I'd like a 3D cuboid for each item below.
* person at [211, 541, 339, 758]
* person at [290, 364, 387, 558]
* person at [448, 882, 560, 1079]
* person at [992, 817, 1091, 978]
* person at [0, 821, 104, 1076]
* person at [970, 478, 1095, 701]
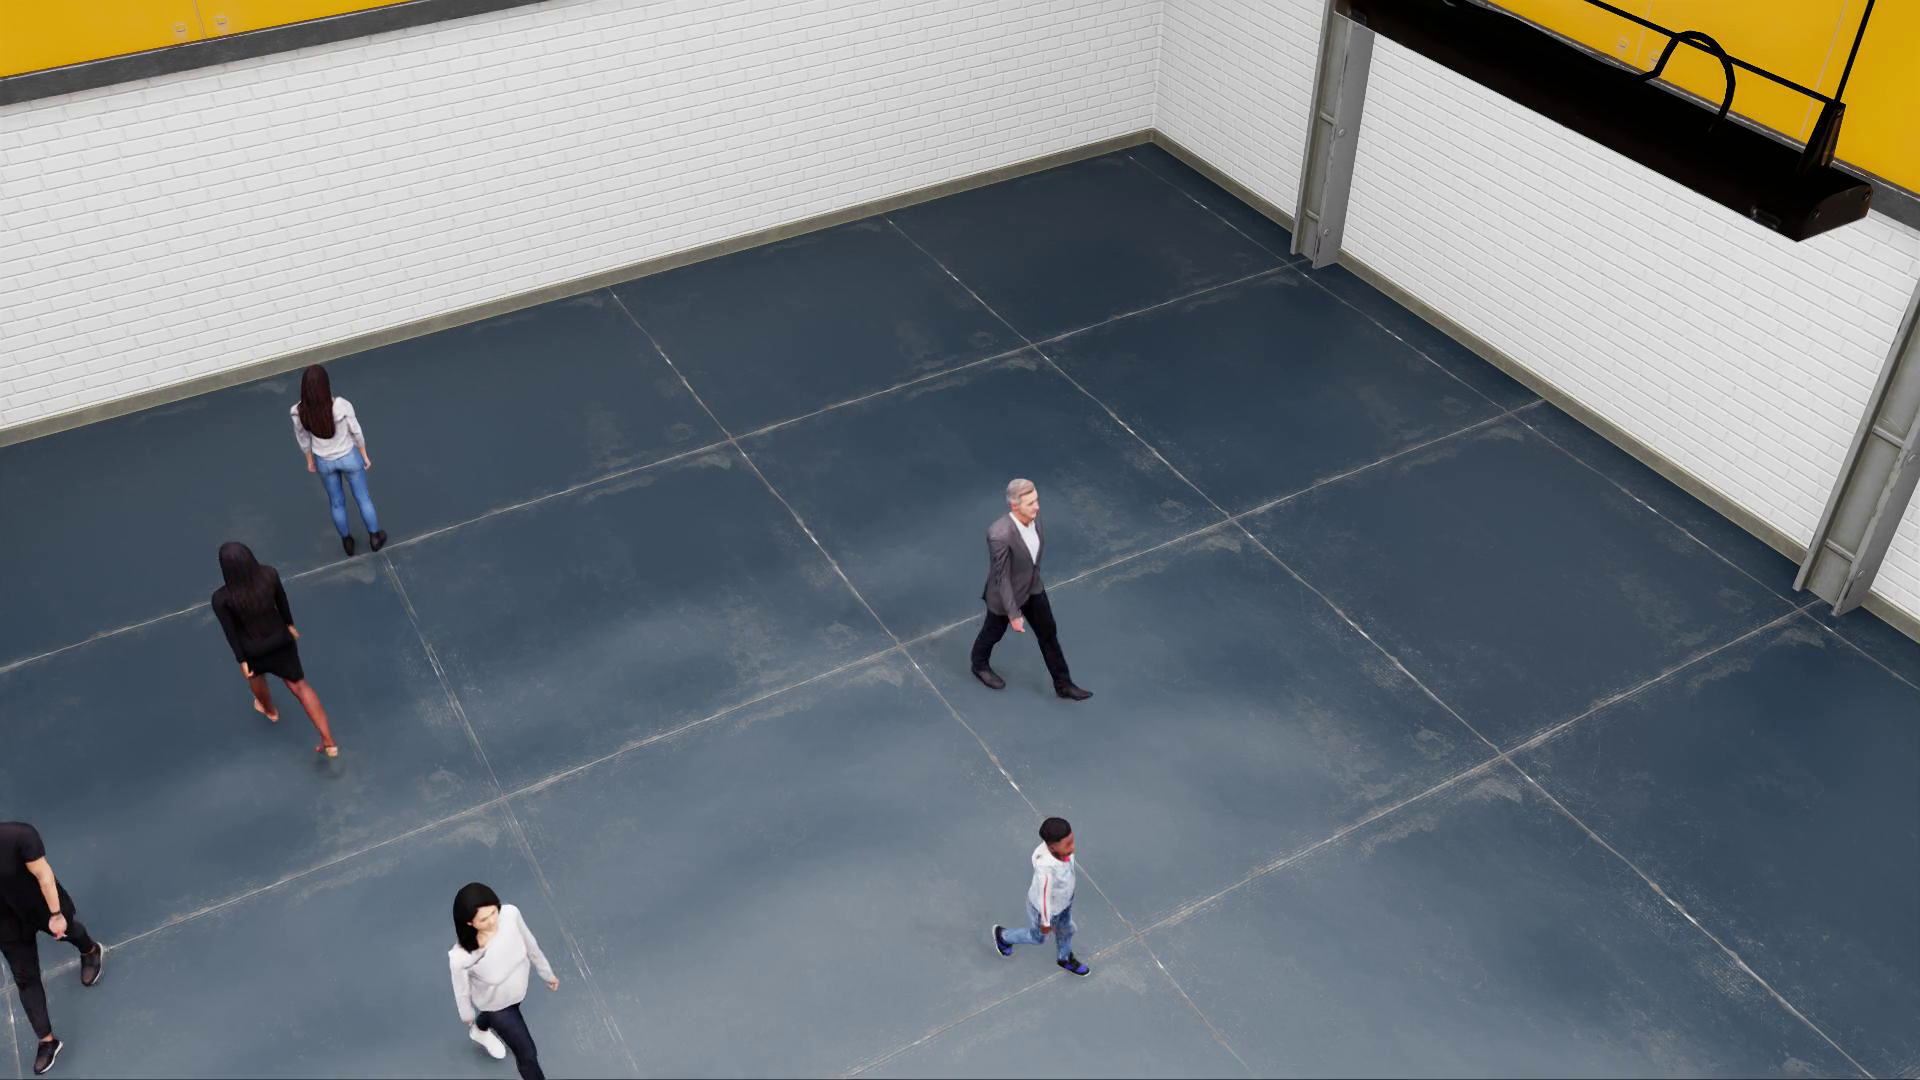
[{"bbox_3d":[-4.439,0.730,10.780,1.274,1.676,0.878,30,47,32],"label":"person"},{"bbox_3d":[-4.666,-0.592,12.472,0.661,1.631,0.610,-8,39,-10],"label":"person"},{"bbox_3d":[-2.480,2.336,8.780,1.174,1.662,0.985,18,42,21],"label":"person"},{"bbox_3d":[0.467,2.024,9.503,0.883,1.248,0.734,18,42,22],"label":"person"},{"bbox_3d":[-5.104,1.947,9.143,0.929,1.817,1.252,-8,39,-9],"label":"person"},{"bbox_3d":[0.296,0.322,11.191,1.262,1.801,0.995,27,46,29],"label":"person"}]
